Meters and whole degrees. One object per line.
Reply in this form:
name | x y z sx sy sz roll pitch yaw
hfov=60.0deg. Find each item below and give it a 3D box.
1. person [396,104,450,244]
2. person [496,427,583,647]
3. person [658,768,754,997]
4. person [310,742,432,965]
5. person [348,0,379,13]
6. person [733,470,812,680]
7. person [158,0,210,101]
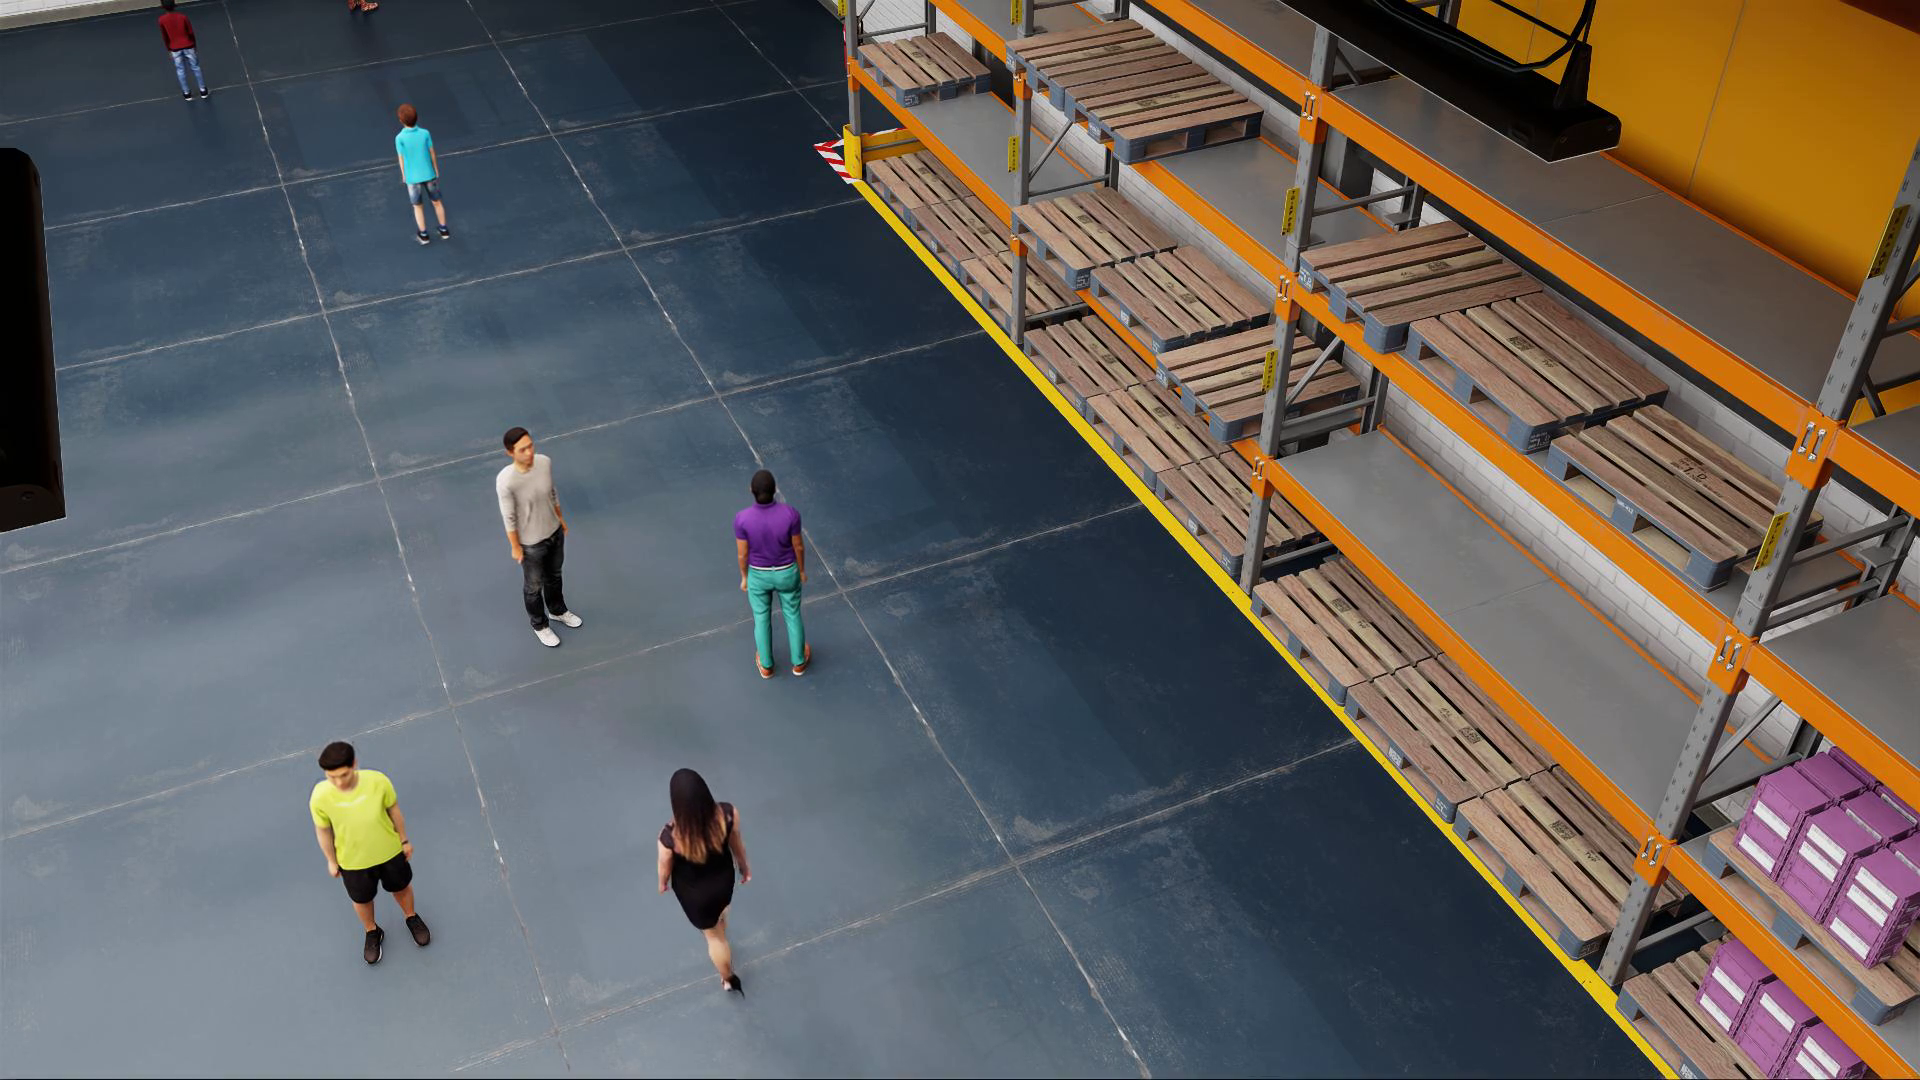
person | -5.471 -3.721 16.861 0.538 1.447 0.519 -22 44 -25
person | -3.061 -0.057 11.980 0.732 1.812 0.730 23 44 26
person | -1.396 2.019 9.479 0.738 1.690 0.906 -23 44 -26
person | -3.472 1.794 9.746 0.618 1.707 0.497 -16 41 -19
person | -8.028 -7.773 21.716 0.652 1.719 0.729 17 42 20
person | -1.309 0.242 11.642 0.697 1.767 0.671 -4 39 -6
person | -9.209 -5.835 19.662 0.485 1.254 0.474 -16 41 -19
